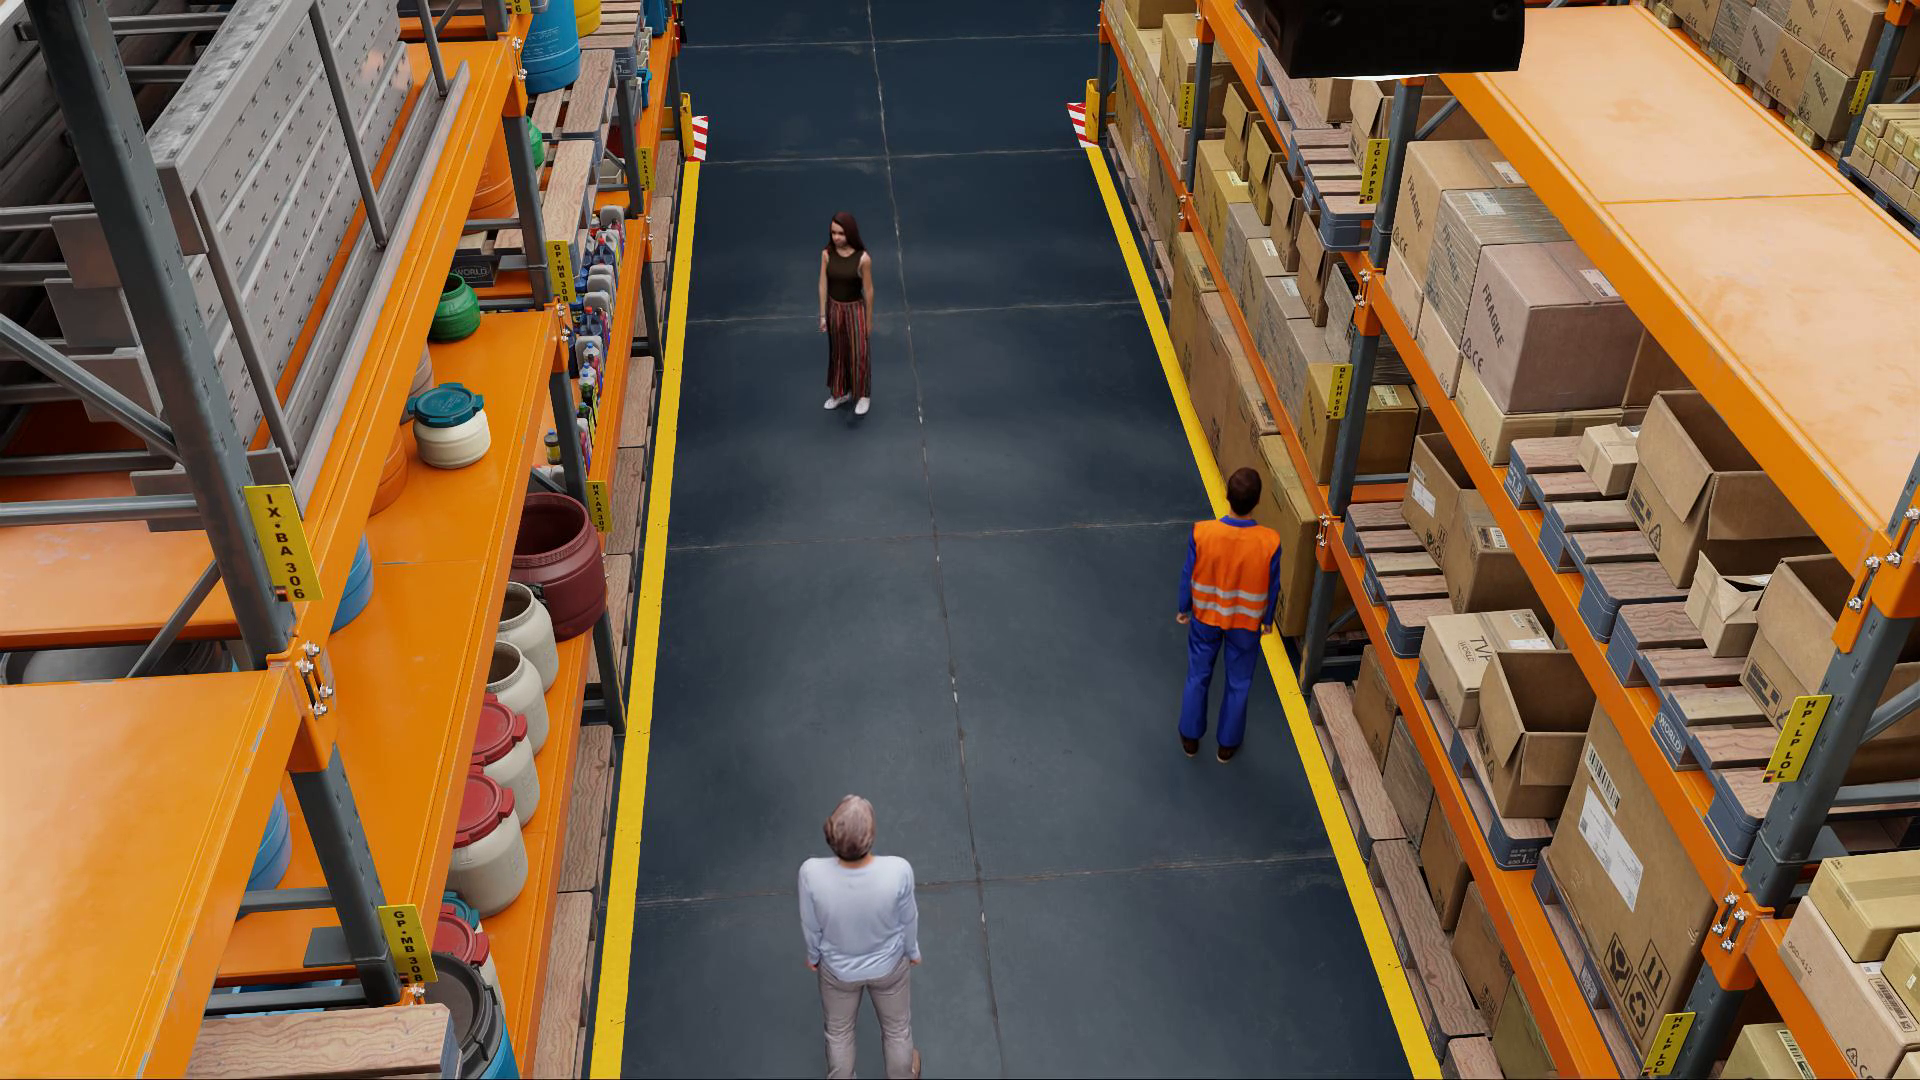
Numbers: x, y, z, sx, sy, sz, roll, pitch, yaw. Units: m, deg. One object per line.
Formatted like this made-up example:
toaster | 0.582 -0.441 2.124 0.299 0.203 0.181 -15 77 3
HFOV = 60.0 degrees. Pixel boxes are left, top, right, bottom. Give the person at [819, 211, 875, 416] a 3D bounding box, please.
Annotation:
person | -0.801 -1.631 11.871 0.624 1.562 0.633 11 39 14

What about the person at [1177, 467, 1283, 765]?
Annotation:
person | 1.432 0.420 8.925 0.757 1.862 0.713 8 38 11

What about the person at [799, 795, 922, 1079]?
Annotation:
person | -0.412 1.794 7.091 0.654 1.894 0.580 -1 37 -2
